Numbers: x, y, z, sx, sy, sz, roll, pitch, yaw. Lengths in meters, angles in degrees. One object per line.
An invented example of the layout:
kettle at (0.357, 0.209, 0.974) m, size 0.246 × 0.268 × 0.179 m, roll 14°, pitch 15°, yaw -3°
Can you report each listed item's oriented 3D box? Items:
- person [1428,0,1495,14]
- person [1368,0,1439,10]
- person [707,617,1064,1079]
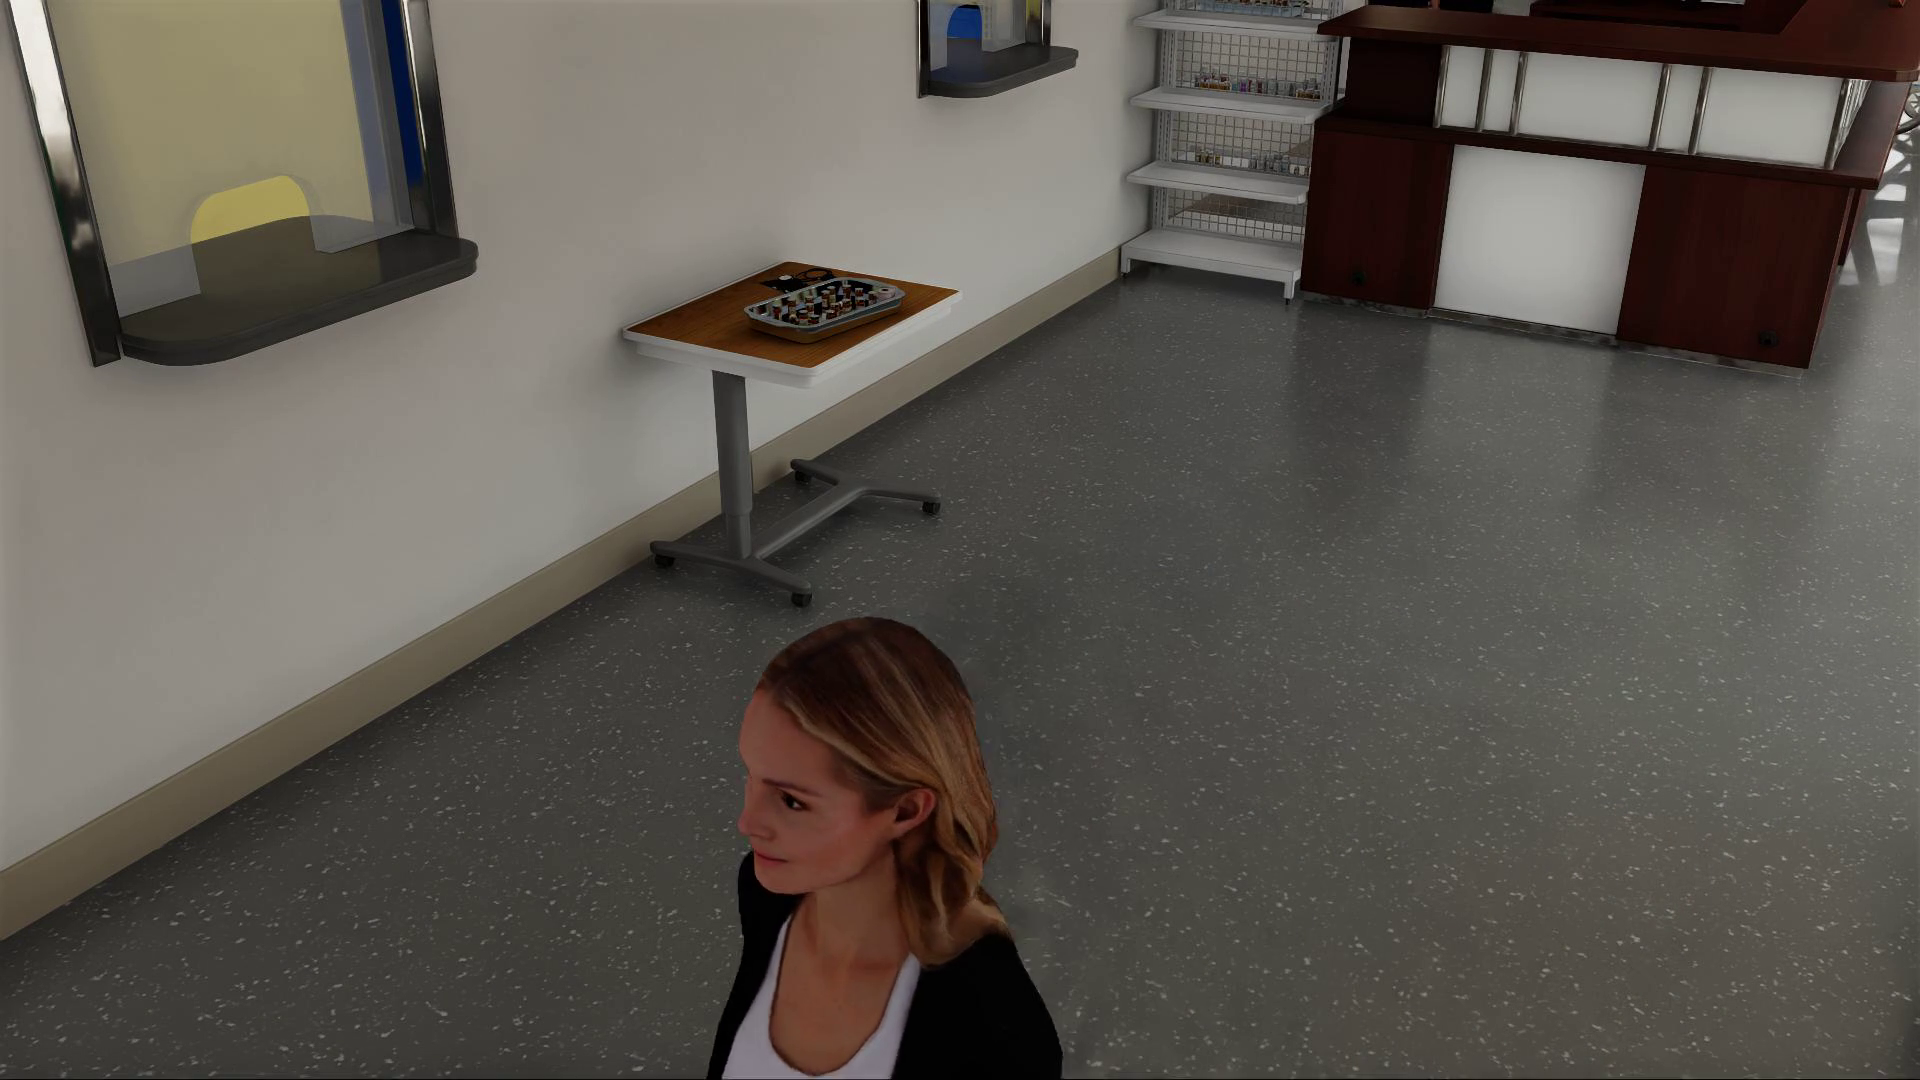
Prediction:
person at (3.520, -3.728, 11.557) m, size 1.118 × 1.643 × 1.044 m, roll -1°, pitch 26°, yaw -1°
person at (3.041, -3.836, 11.574) m, size 0.632 × 1.822 × 0.845 m, roll 15°, pitch 30°, yaw 28°
person at (0.008, 0.887, 1.862) m, size 1.169 × 1.752 × 0.830 m, roll 21°, pitch 33°, yaw 37°
